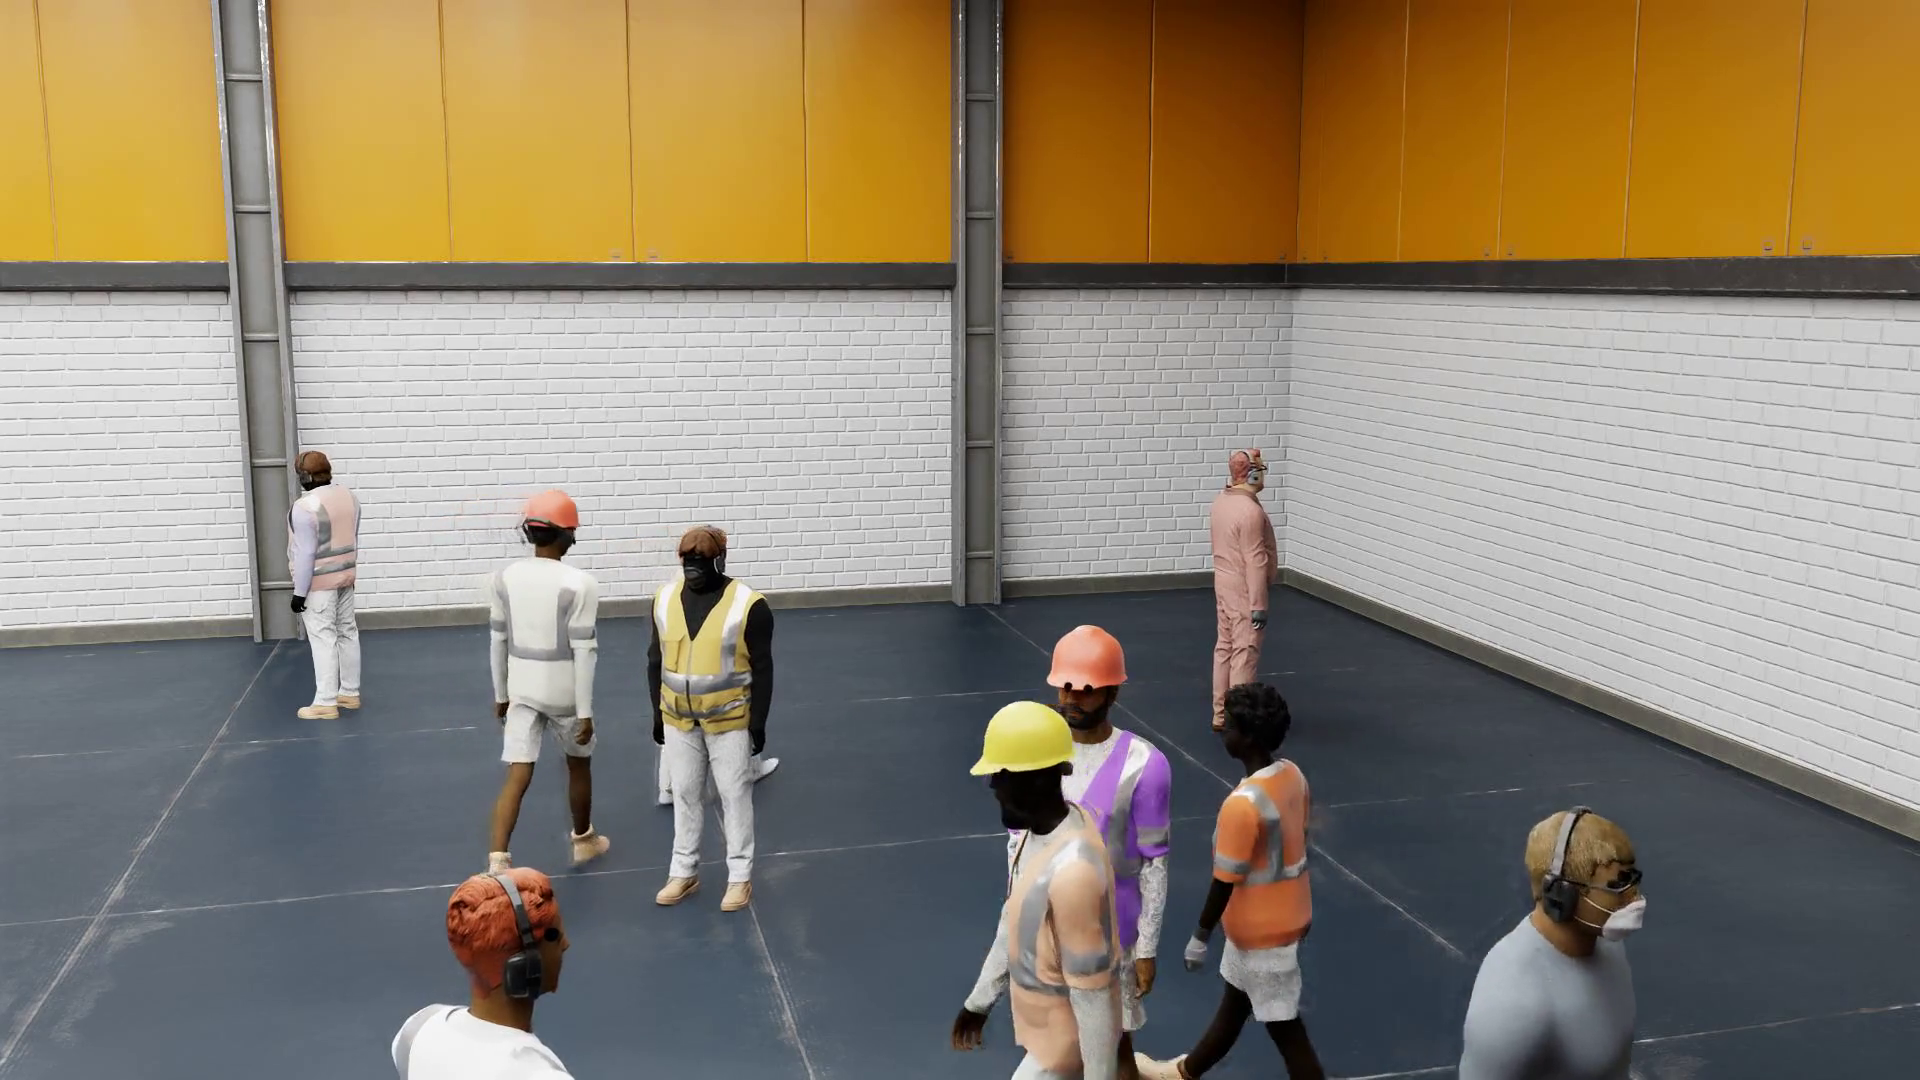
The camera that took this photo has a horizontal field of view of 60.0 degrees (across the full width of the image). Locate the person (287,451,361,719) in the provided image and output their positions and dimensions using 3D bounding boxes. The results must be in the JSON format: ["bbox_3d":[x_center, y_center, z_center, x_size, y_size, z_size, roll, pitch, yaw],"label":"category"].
[{"bbox_3d":[-4.363,0.304,11.388,0.429,1.837,0.620,3,9,15],"label":"person"}]

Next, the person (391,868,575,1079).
[{"bbox_3d":[-0.882,1.572,3.329,0.572,1.880,0.354,8,12,41],"label":"person"}]

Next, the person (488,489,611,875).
[{"bbox_3d":[-2.061,0.751,8.154,0.625,1.995,1.067,2,9,15],"label":"person"}]

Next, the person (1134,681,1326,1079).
[{"bbox_3d":[0.939,1.297,5.696,0.863,1.648,0.545,5,10,27],"label":"person"}]

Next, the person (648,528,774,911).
[{"bbox_3d":[-1.203,0.852,7.944,0.624,1.844,0.430,3,9,16],"label":"person"}]

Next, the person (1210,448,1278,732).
[{"bbox_3d":[1.857,0.359,10.804,0.409,1.913,0.648,-2,9,-13],"label":"person"}]

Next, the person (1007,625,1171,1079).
[{"bbox_3d":[0.393,1.223,5.317,0.545,1.942,0.350,5,10,27],"label":"person"}]

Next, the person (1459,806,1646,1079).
[{"bbox_3d":[1.306,1.498,3.770,1.000,1.895,0.642,7,11,35],"label":"person"}]

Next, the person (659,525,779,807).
[{"bbox_3d":[-1.443,0.706,9.604,0.527,1.592,0.849,7,11,36],"label":"person"}]

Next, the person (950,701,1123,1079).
[{"bbox_3d":[0.247,1.365,4.668,0.969,1.866,0.579,0,9,1],"label":"person"}]
